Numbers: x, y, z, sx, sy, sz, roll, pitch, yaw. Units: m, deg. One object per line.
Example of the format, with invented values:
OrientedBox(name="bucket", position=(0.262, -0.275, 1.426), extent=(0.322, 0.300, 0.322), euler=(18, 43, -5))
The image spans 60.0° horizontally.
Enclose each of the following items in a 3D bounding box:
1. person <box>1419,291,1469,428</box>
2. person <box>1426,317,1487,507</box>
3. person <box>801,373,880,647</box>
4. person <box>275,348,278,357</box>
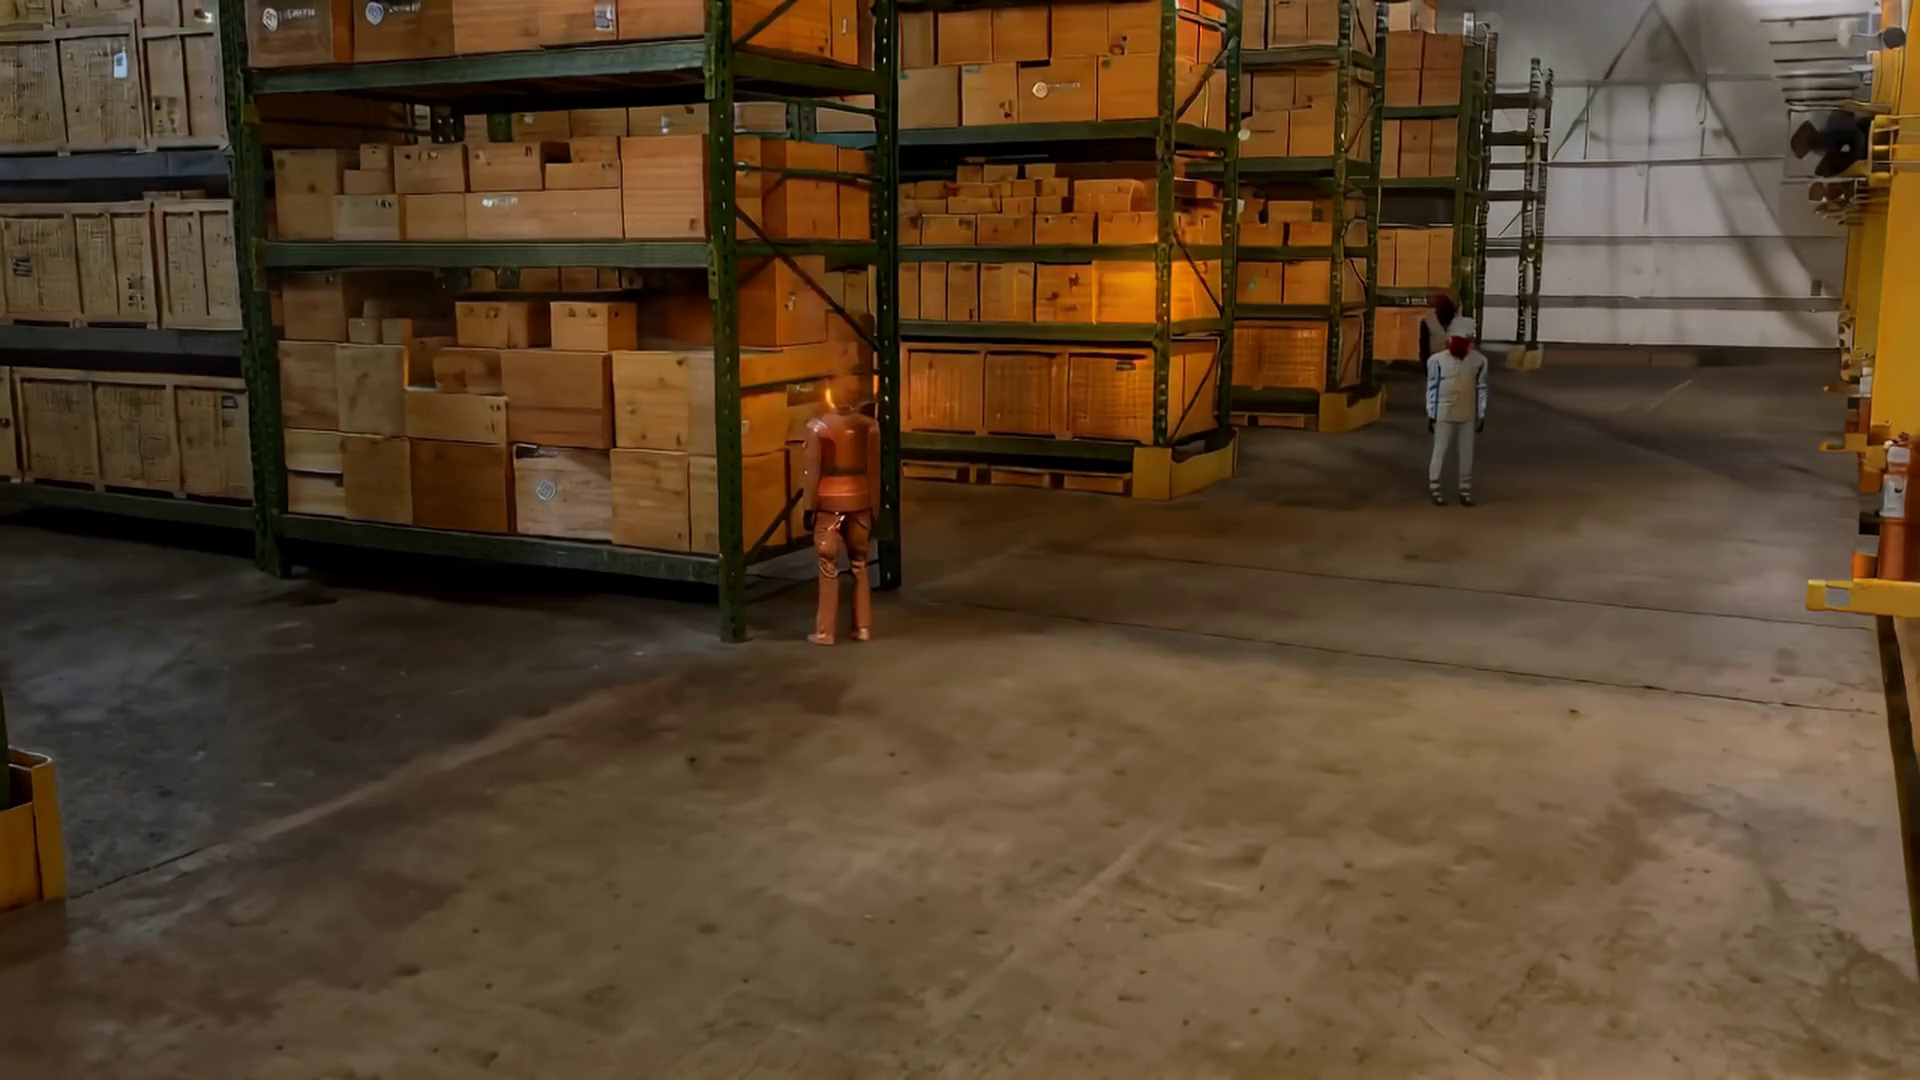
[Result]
OrientedBox(name="person", position=(6.474, -2.397, 22.210), extent=(0.630, 1.821, 0.700), euler=(1, 10, 8))
OrientedBox(name="person", position=(4.570, -1.171, 15.308), extent=(0.566, 1.744, 0.349), euler=(-1, 10, -5))
OrientedBox(name="person", position=(-0.701, -0.180, 9.902), extent=(0.524, 1.631, 0.315), euler=(-6, 12, -32))
OrientedBox(name="person", position=(-7.940, -1.976, 19.458), extent=(0.385, 1.930, 0.540), euler=(-2, 10, -12))
